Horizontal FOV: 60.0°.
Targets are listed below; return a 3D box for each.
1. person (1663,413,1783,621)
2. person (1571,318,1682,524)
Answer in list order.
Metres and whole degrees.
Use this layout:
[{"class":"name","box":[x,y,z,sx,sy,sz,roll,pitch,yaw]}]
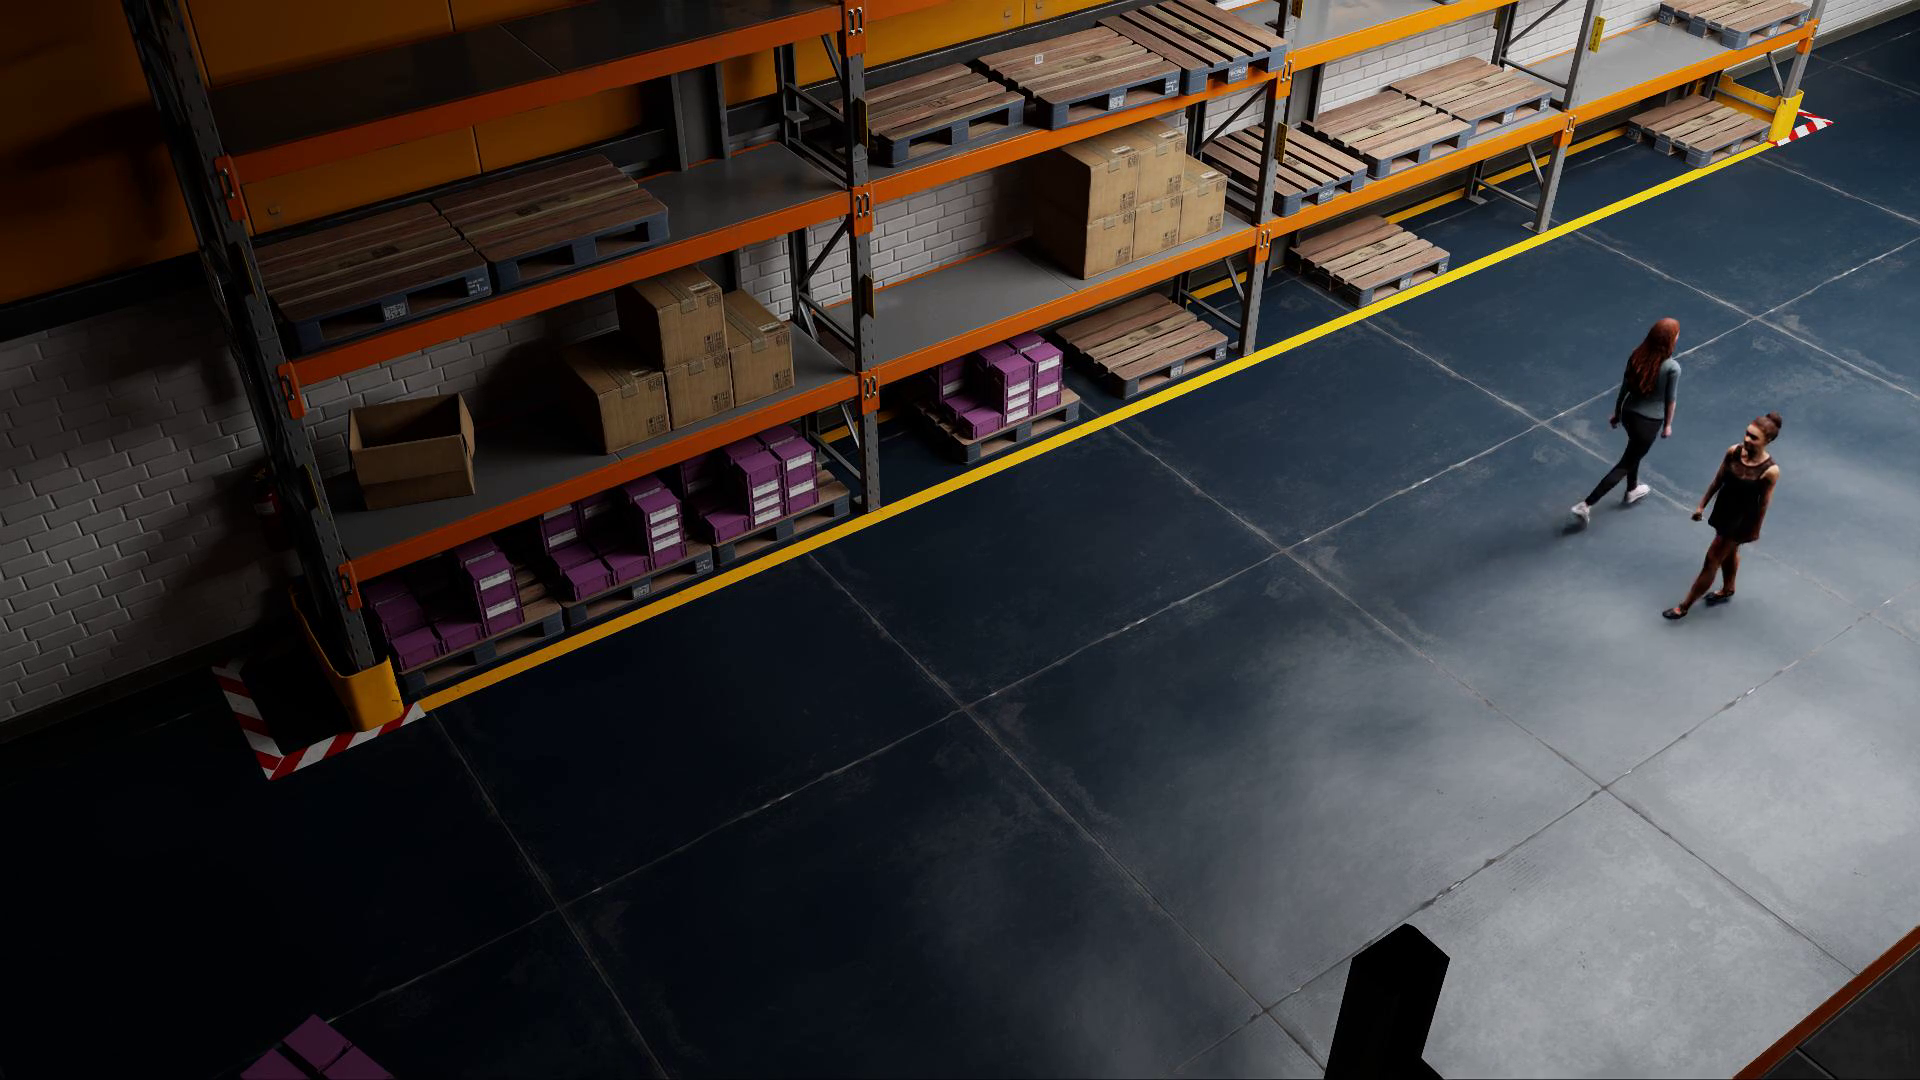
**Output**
[{"class":"person","box":[5.561,-0.190,11.793,0.985,1.646,0.707,-14,41,-17]},{"class":"person","box":[5.083,-0.850,12.569,1.149,1.708,0.625,-20,43,-23]}]
